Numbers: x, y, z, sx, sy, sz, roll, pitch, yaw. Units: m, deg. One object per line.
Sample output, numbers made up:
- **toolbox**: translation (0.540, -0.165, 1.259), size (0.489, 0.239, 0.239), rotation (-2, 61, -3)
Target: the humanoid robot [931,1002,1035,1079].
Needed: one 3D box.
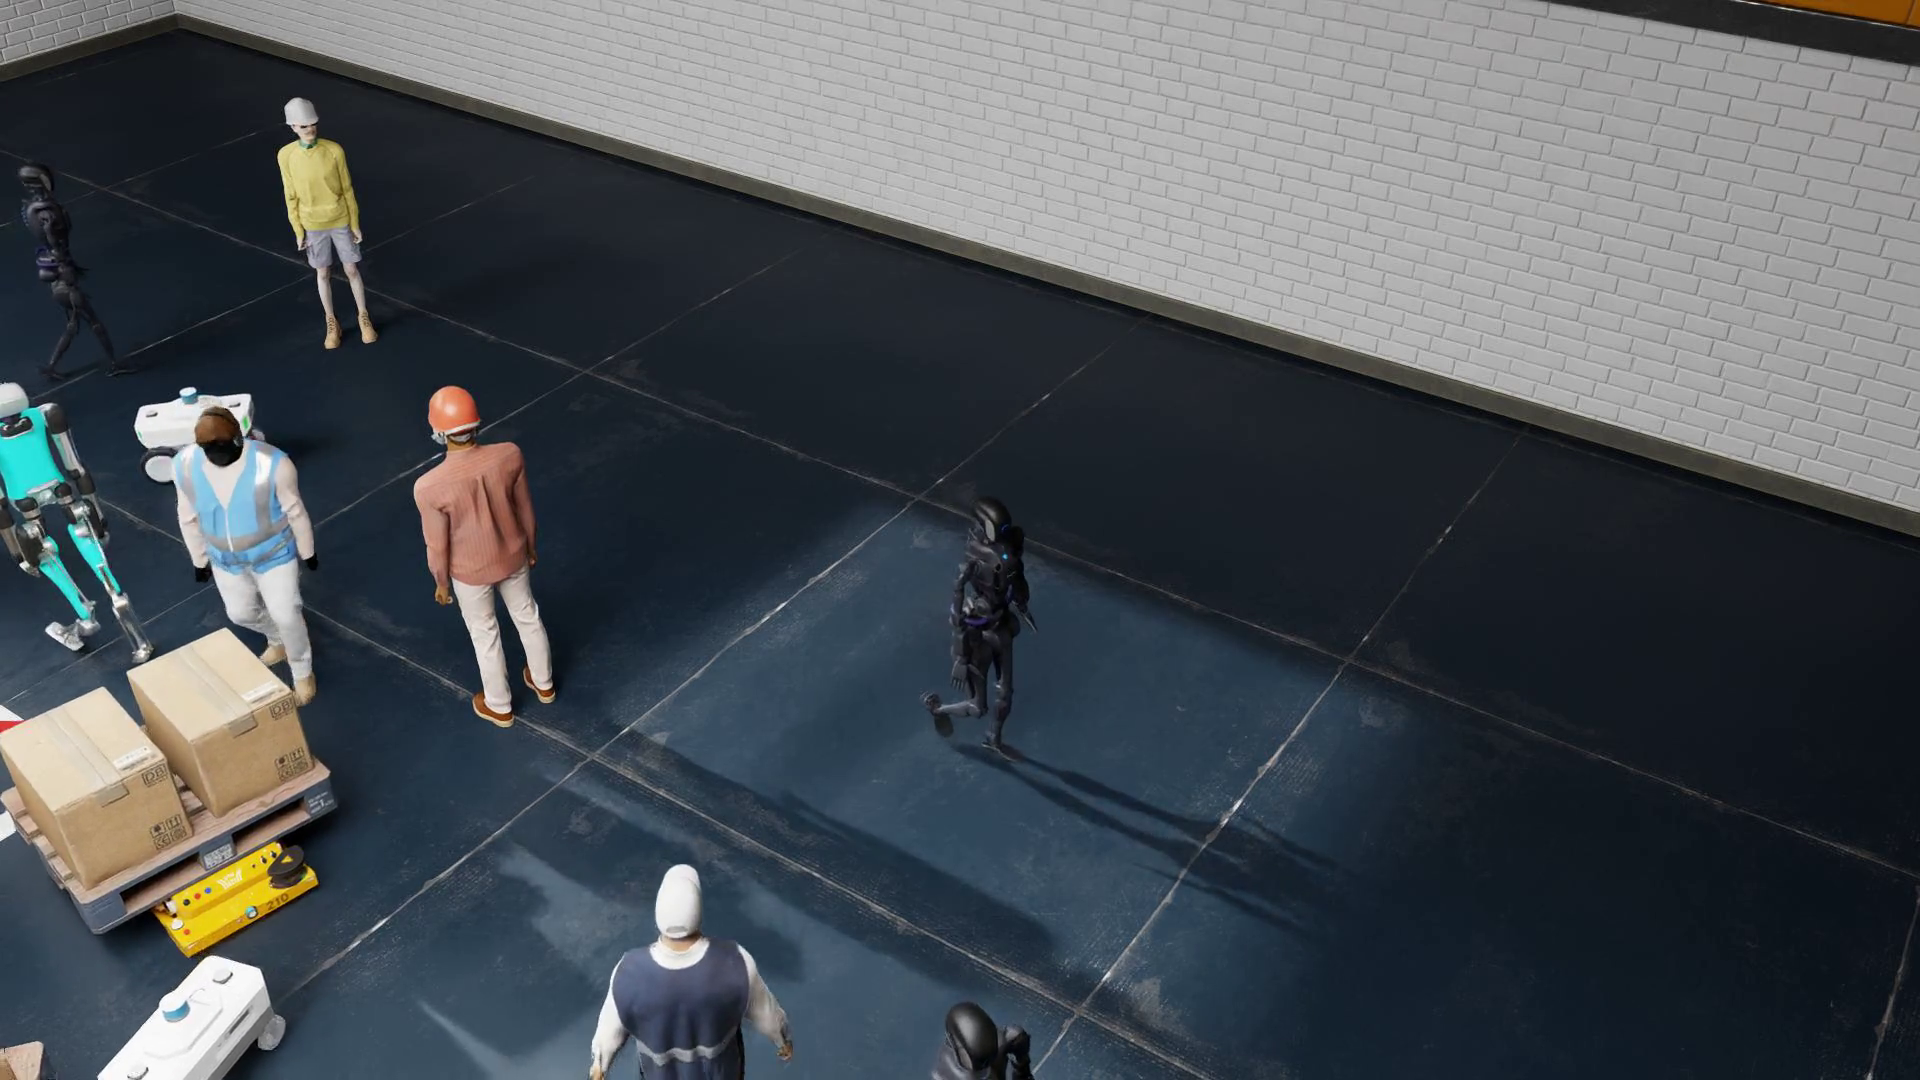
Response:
- **humanoid robot**: translation (0.049, 2.149, 5.976), size (0.626, 1.634, 0.505), rotation (-25, 42, -31)

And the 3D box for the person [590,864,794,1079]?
- **person**: translation (-1.004, 1.922, 6.222), size (0.778, 1.746, 0.461), rotation (-6, 35, -8)

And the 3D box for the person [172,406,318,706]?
- **person**: translation (-3.765, 0.028, 8.894), size (0.645, 1.810, 0.589), rotation (0, 35, 0)

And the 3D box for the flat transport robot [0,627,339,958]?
- **flat transport robot**: translation (-3.824, 1.442, 8.203), size (0.659, 0.231, 1.431), rotation (-30, 45, -35)

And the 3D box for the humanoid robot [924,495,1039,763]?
- **humanoid robot**: translation (0.099, 0.419, 8.448), size (0.475, 1.641, 0.612), rotation (25, 42, 31)

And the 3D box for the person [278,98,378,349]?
- **person**: translation (-4.637, -2.319, 12.164), size (0.486, 1.892, 0.375), rotation (-12, 37, -16)

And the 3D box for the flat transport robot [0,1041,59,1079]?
- **flat transport robot**: translation (-4.089, 2.730, 6.362), size (1.431, 0.231, 0.659), rotation (-10, 36, -14)

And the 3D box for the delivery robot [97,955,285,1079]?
- **delivery robot**: translation (-3.221, 2.121, 6.966), size (0.499, 0.575, 0.750), rotation (11, 36, 15)

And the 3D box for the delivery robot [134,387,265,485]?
- **delivery robot**: translation (-5.068, -0.729, 11.056), size (0.797, 0.595, 0.499), rotation (-8, 36, -12)

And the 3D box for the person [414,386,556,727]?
- **person**: translation (-2.466, 0.098, 8.620), size (0.610, 1.994, 0.392), rotation (-28, 44, -34)

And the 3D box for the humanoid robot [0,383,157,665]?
- **humanoid robot**: translation (-4.777, 0.033, 8.944), size (1.009, 1.738, 0.533), rotation (28, 43, 33)

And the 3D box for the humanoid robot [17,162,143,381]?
- **humanoid robot**: translation (-6.374, -1.856, 11.742), size (0.702, 1.664, 0.595), rotation (-16, 38, -22)
